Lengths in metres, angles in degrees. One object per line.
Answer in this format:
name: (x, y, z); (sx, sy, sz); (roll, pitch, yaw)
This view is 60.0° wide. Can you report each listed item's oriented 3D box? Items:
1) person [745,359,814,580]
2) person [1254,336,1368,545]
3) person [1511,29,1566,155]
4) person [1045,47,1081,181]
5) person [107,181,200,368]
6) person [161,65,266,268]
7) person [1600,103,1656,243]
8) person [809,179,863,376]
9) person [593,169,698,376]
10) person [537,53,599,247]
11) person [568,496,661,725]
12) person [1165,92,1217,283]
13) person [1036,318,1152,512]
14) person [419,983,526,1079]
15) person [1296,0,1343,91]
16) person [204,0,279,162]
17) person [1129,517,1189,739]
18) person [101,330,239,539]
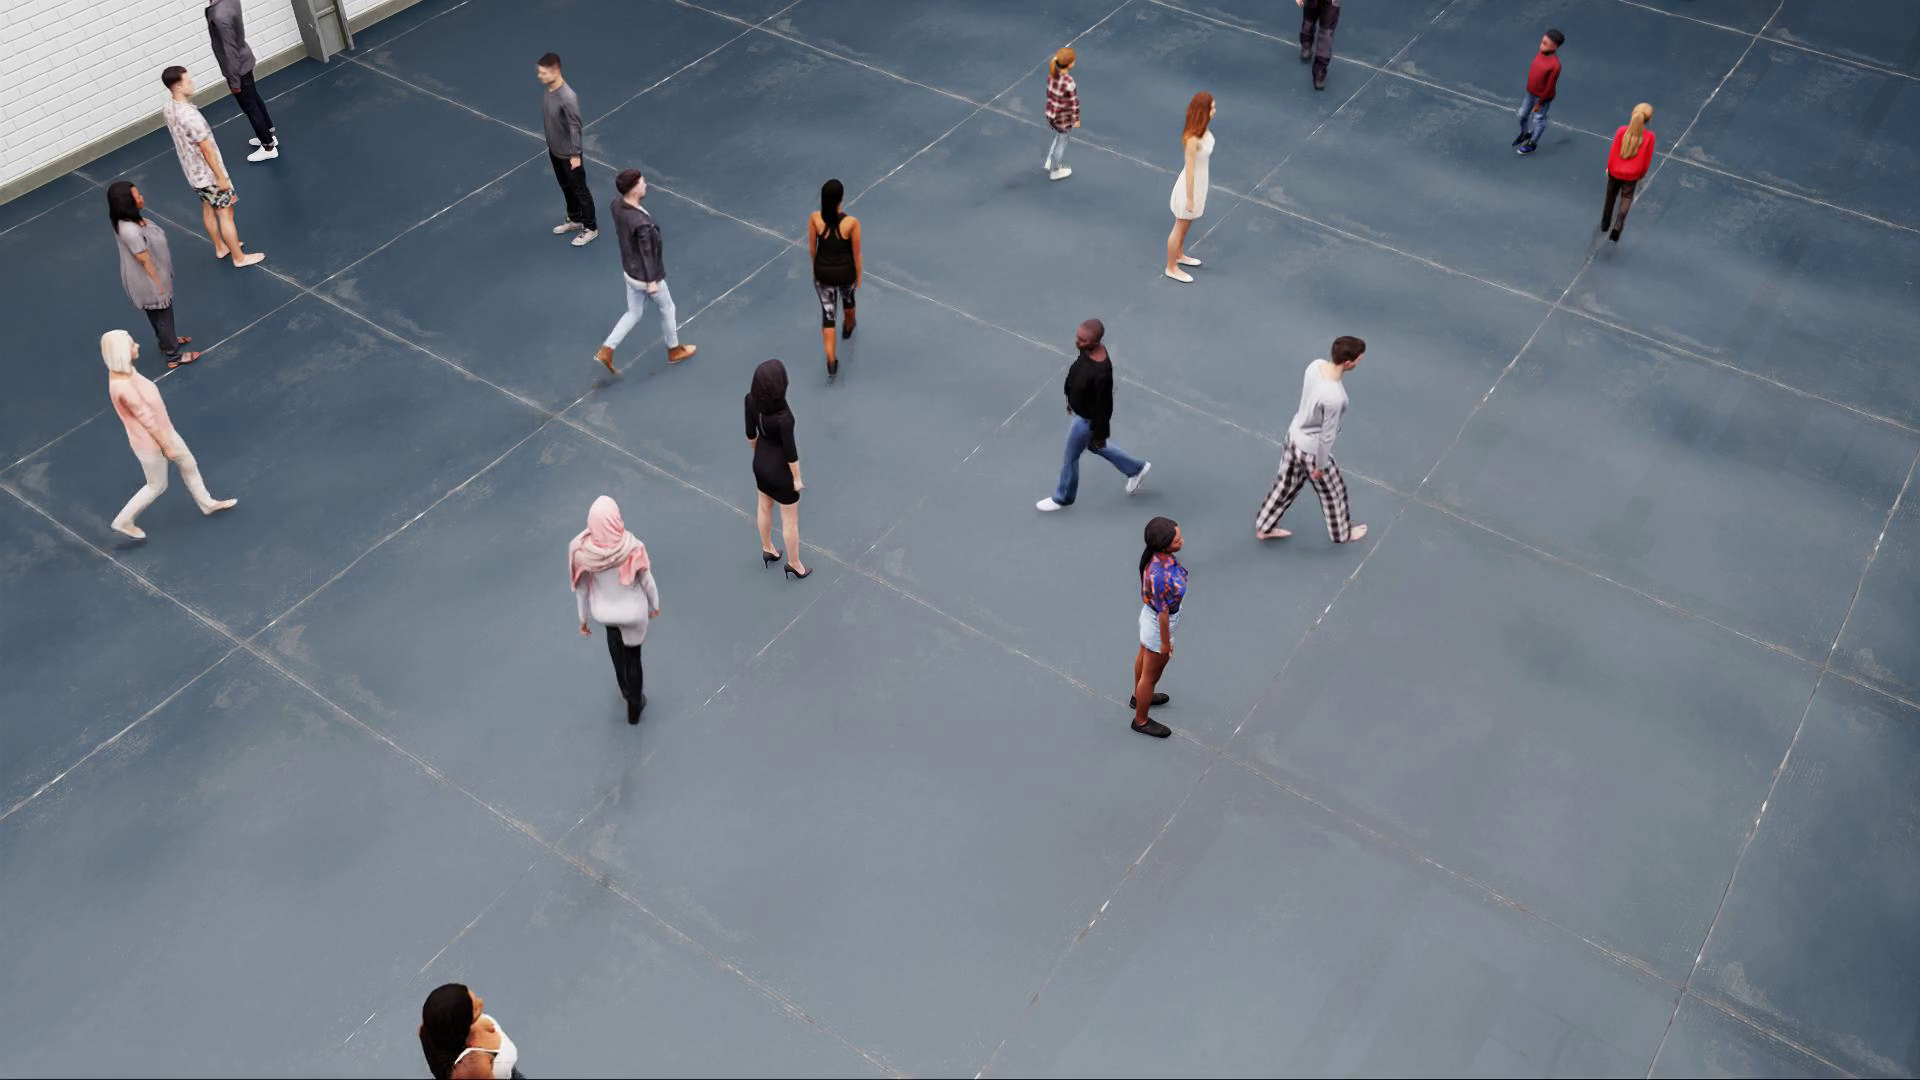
person: (-1.264, -0.468, 11.341); (0.613, 1.806, 0.536); (33, 52, 30)
person: (2.349, -0.658, 11.539); (1.114, 1.809, 1.019); (-9, 44, -10)
person: (5.532, -4.231, 15.697); (0.622, 1.245, 0.583); (-16, 46, -16)
person: (0.881, -3.902, 15.315); (0.629, 1.296, 0.609); (-21, 48, -21)
person: (-6.482, -2.126, 13.227); (0.748, 1.605, 0.710); (-29, 51, -27)
person: (-6.456, -3.172, 14.173); (0.683, 1.816, 0.590); (30, 51, 28)
person: (5.837, -3.214, 14.611); (0.585, 1.272, 0.790); (18, 46, 18)
person: (-1.005, -2.069, 13.150); (0.946, 1.629, 1.150); (3, 44, 3)
person: (-2.557, -2.052, 13.002); (1.167, 1.808, 0.854); (-30, 51, -28)
person: (-3.429, -3.418, 14.467); (0.606, 1.766, 0.658); (-33, 53, -30)
person: (-2.126, 0.507, 10.330); (0.802, 1.789, 0.850); (-1, 44, -1)
person: (1.955, -3.009, 14.079); (0.669, 1.709, 0.531); (15, 46, 15)
person: (1.002, -0.902, 11.860); (1.123, 1.718, 1.070); (-7, 44, -7)
person: (-2.368, 2.750, 7.987); (1.266, 1.774, 0.957); (-23, 48, -23)
person: (3.627, -5.557, 16.685); (1.071, 1.803, 1.298); (3, 44, 3)
person: (-6.710, -4.414, 15.476); (0.843, 1.816, 0.794); (-8, 44, -9)
person: (1.224, 0.523, 10.347); (0.729, 1.742, 0.629); (1, 44, 1)
person: (-5.759, -0.696, 11.660); (1.151, 1.697, 0.961); (-16, 46, -17)
